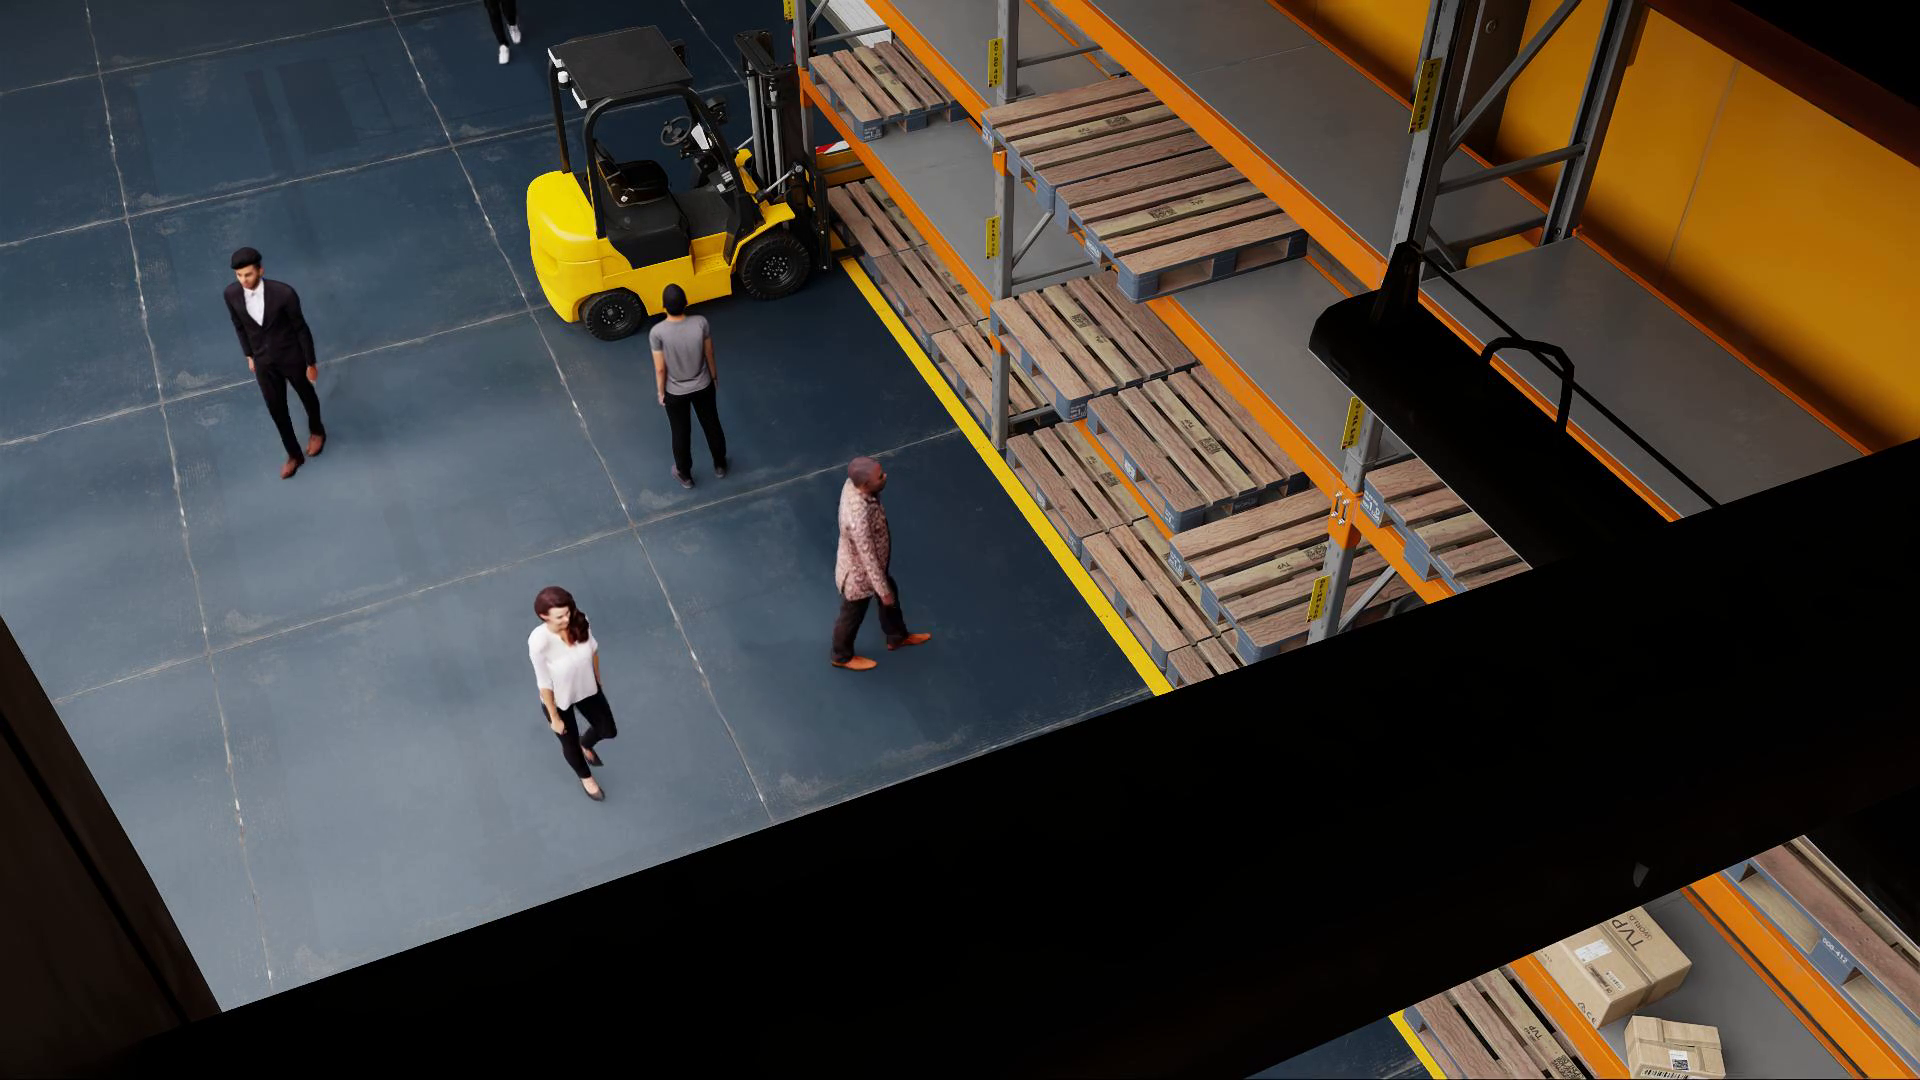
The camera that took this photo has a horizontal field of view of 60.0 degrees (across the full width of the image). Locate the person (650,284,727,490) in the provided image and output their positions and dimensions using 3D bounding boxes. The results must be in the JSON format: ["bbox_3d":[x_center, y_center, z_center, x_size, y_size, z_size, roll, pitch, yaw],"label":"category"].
[{"bbox_3d":[-1.979,-1.129,12.099,0.604,1.755,0.536,-19,47,-19],"label":"person"}]

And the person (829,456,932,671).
[{"bbox_3d":[-0.718,0.185,10.701,0.992,1.782,0.995,1,44,1],"label":"person"}]

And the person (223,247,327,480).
[{"bbox_3d":[-5.004,-1.426,12.329,0.909,1.868,0.996,-1,44,-1],"label":"person"}]

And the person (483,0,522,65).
[{"bbox_3d":[-4.760,-5.807,16.978,0.787,1.799,0.879,-5,44,-5],"label":"person"}]

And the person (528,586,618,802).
[{"bbox_3d":[-2.391,0.896,9.952,0.767,1.785,0.724,31,52,29],"label":"person"}]
